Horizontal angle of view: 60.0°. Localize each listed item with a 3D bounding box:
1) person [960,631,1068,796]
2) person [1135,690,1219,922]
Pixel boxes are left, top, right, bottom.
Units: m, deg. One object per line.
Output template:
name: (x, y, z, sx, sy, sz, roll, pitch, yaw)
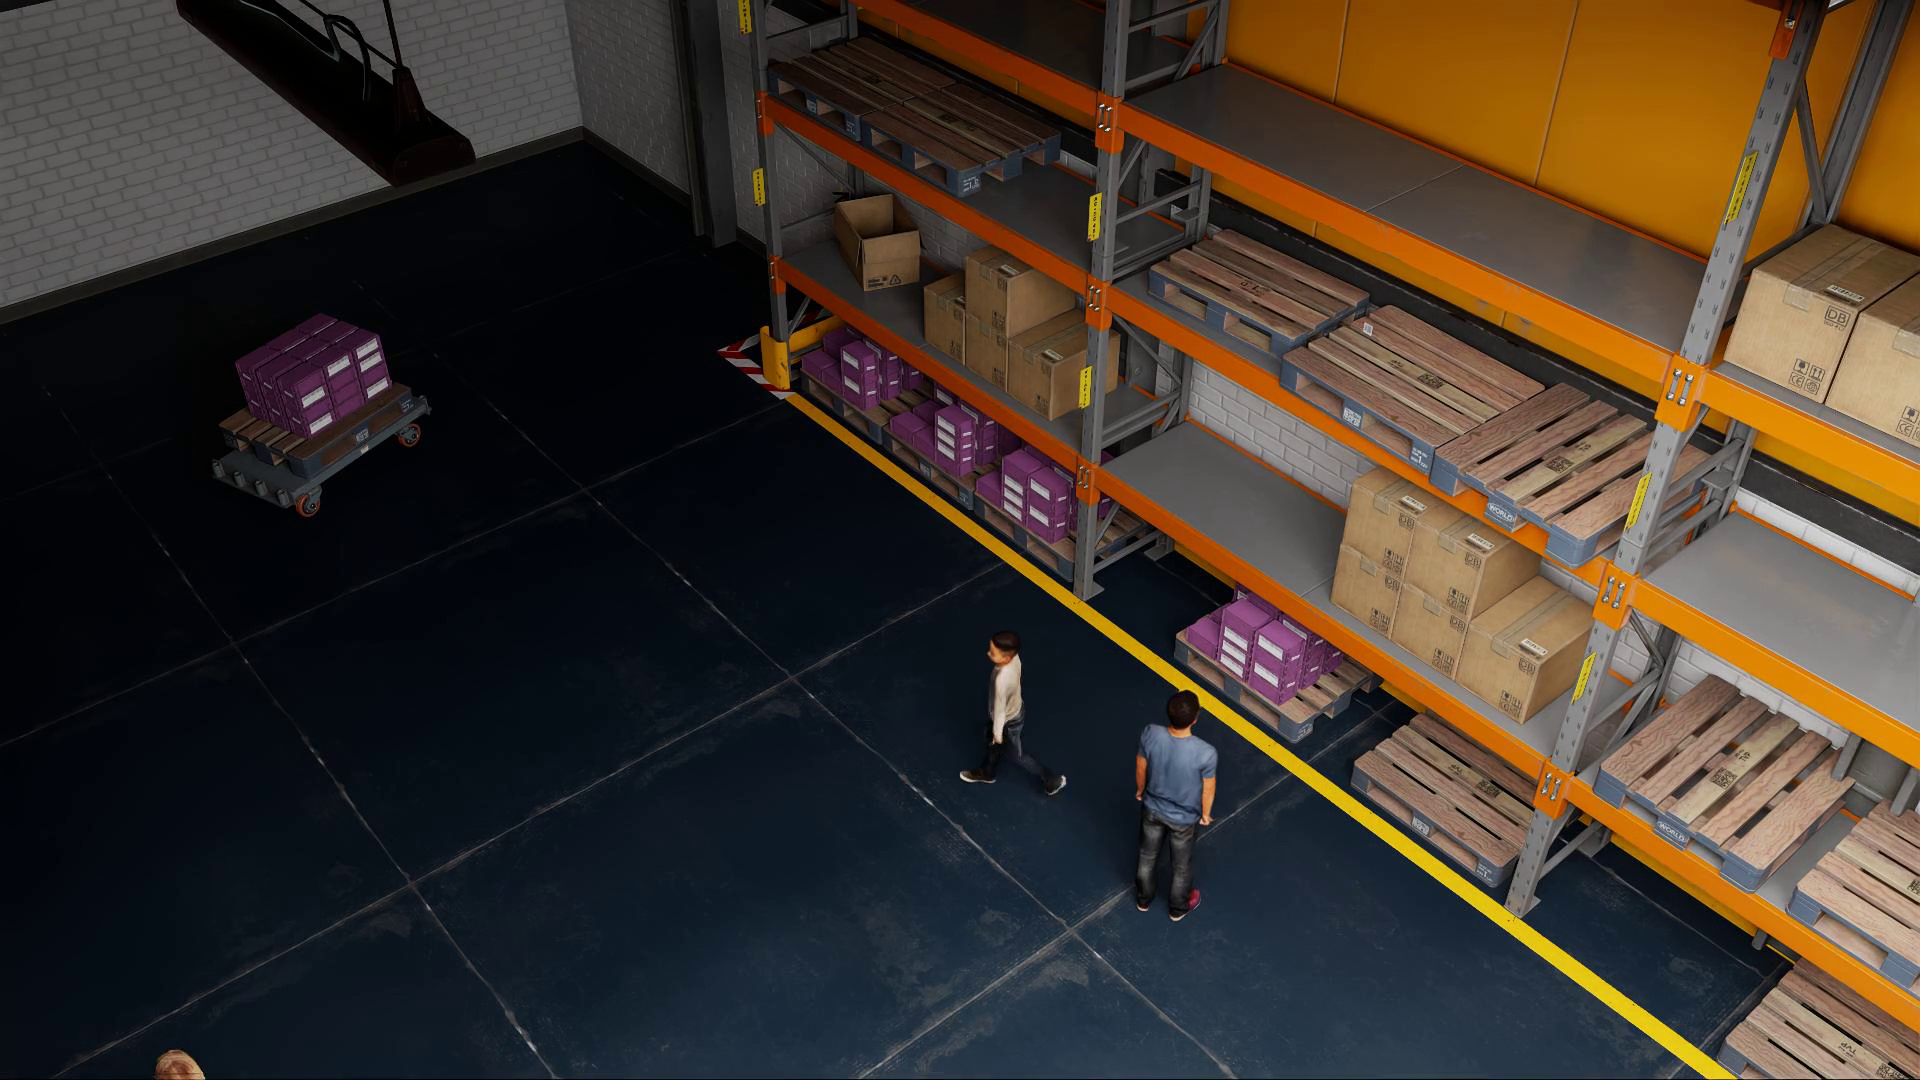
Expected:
person: (0.376, 1.162, 10.866, 1.022, 1.439, 0.935, 6, 39, 7)
person: (1.276, 1.600, 10.020, 0.621, 1.810, 0.775, 18, 42, 22)
